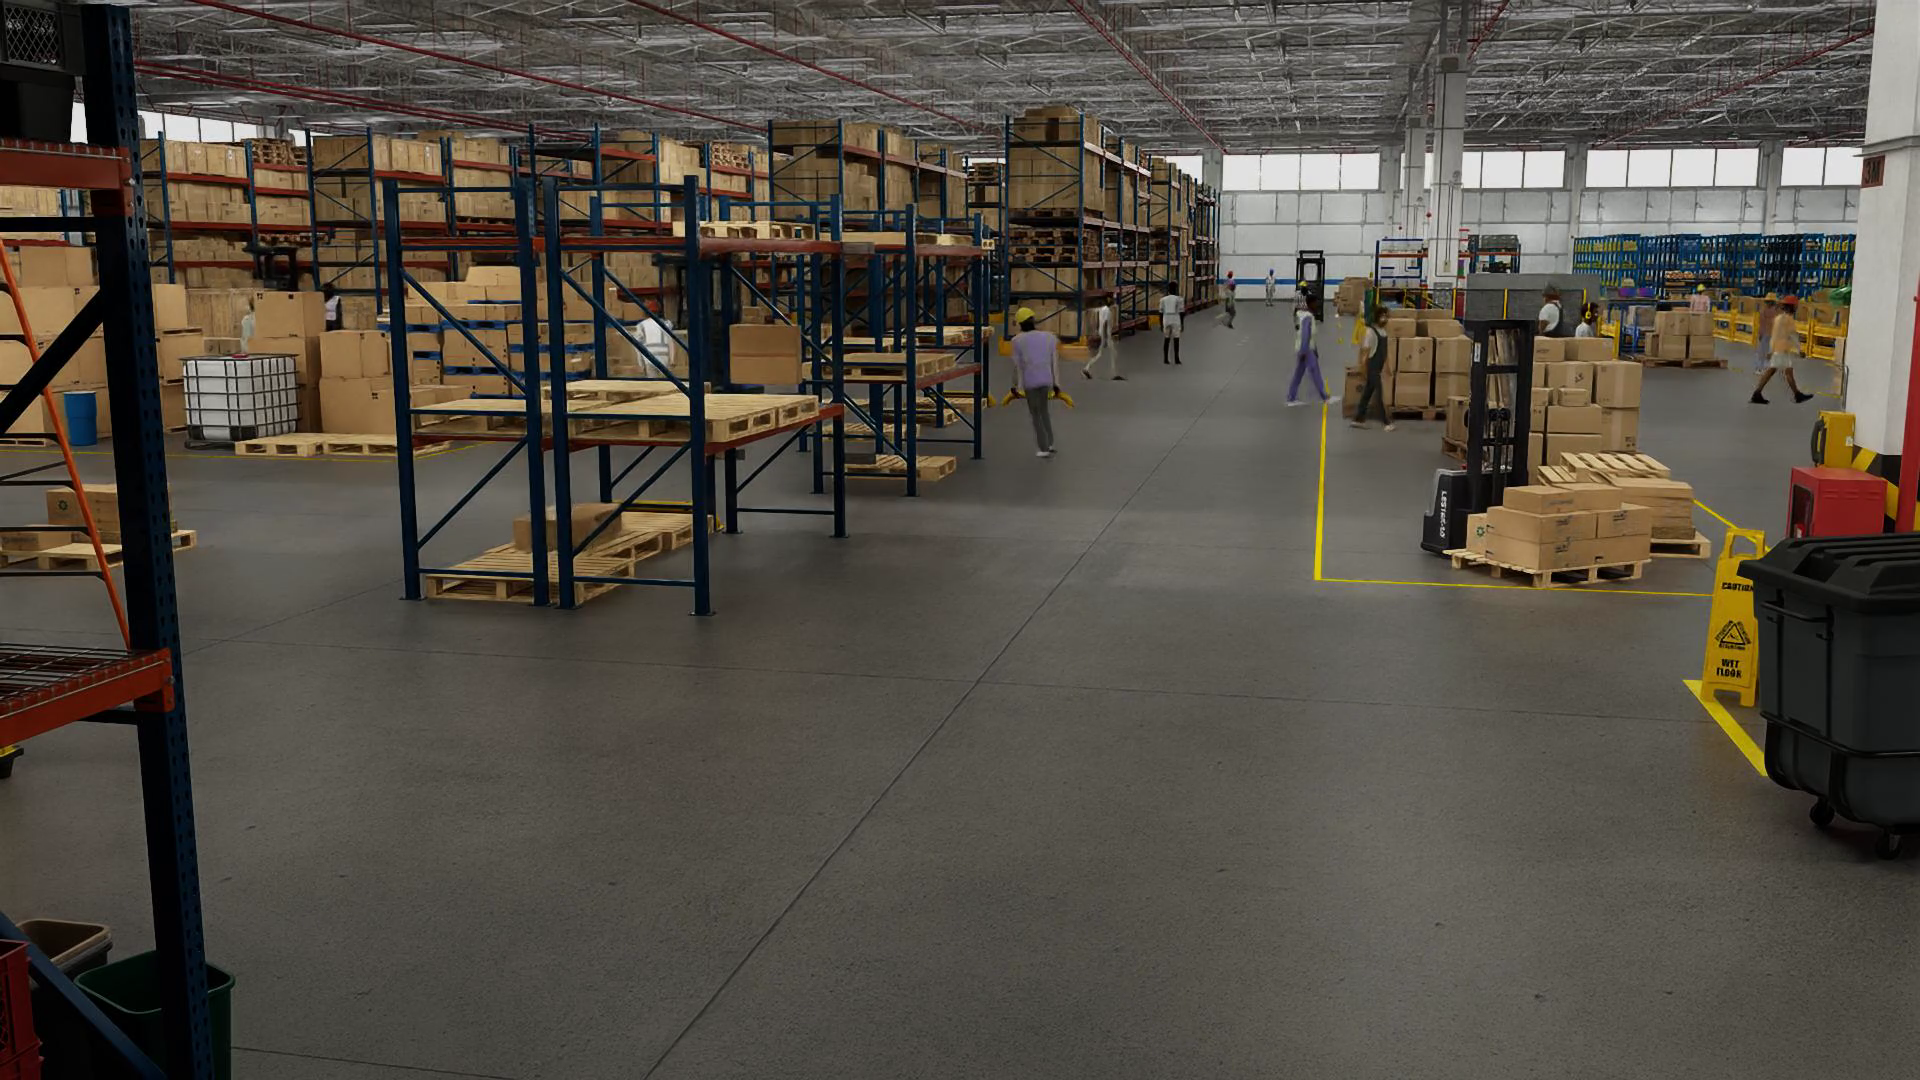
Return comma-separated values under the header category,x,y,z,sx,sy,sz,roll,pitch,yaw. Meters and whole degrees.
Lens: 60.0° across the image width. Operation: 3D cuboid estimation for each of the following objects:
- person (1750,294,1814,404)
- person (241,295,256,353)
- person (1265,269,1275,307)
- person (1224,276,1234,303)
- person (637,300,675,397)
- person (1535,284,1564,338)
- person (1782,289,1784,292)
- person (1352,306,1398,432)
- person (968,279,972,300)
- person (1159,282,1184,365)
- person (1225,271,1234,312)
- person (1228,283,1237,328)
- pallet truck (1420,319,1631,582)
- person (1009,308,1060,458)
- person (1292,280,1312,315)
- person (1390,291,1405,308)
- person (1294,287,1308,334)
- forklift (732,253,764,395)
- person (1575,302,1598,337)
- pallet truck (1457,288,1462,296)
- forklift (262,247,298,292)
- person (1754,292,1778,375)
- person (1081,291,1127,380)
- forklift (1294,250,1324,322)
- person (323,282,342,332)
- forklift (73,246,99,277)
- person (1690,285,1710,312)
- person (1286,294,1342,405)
category,x,y,z,sx,sy,sz,roll,pitch,yaw
person,14.106,-3.257,28.478,1.041,1.878,0.541,2,10,12
person,-10.975,-2.870,26.053,0.426,1.925,0.636,4,10,20
person,16.251,-13.186,87.060,0.602,1.943,0.394,-5,11,-26
person,14.616,-13.655,90.378,0.549,1.751,0.392,2,10,10
person,-4.611,-2.712,25.265,0.590,1.861,0.505,1,10,6
person,11.345,-3.912,31.856,0.909,2.000,0.686,8,12,38
person,44.014,-13.366,88.498,0.744,1.826,0.415,-1,10,-4
person,6.020,-2.468,24.029,0.636,1.835,0.566,8,12,38
person,0.703,-11.091,74.800,0.635,1.909,0.970,4,10,24
person,4.968,-5.094,39.105,0.627,1.958,0.383,5,11,25
person,12.724,-11.723,78.400,0.545,1.942,0.350,-9,13,-43
person,9.748,-8.359,59.443,0.358,1.620,0.501,2,10,13
pallet truck,4.543,-0.757,13.299,0.823,1.965,1.885,-4,10,-22
person,0.909,-1.972,20.886,0.627,1.867,0.709,-4,11,-25
person,10.738,-7.235,52.205,0.597,1.818,0.512,1,10,7
person,10.981,-5.421,41.830,0.545,1.680,0.398,-8,12,-38
person,9.872,-6.432,47.834,0.548,1.680,0.363,0,10,2
forklift,-4.072,-3.648,27.806,1.129,2.768,1.873,2,10,12
person,8.843,-2.426,23.560,0.333,1.872,0.515,2,10,12
pallet truck,20.506,-9.785,68.819,0.653,1.274,1.630,2,10,12
forklift,-19.805,-7.168,48.651,1.129,2.768,1.873,2,10,13
person,17.367,-4.438,35.777,0.526,1.769,0.330,-6,11,-33
person,2.928,-4.161,33.964,0.913,1.837,0.530,-1,10,-5
forklift,13.778,-10.002,65.433,1.129,2.768,1.873,2,10,12
person,-15.548,-5.387,40.962,0.787,1.920,0.503,0,10,0
forklift,-23.203,-6.445,44.373,1.873,2.768,1.129,-1,10,-9
person,21.918,-6.695,49.299,0.521,1.717,0.934,3,10,19
person,5.985,-3.192,28.067,0.957,1.872,0.623,2,10,10
